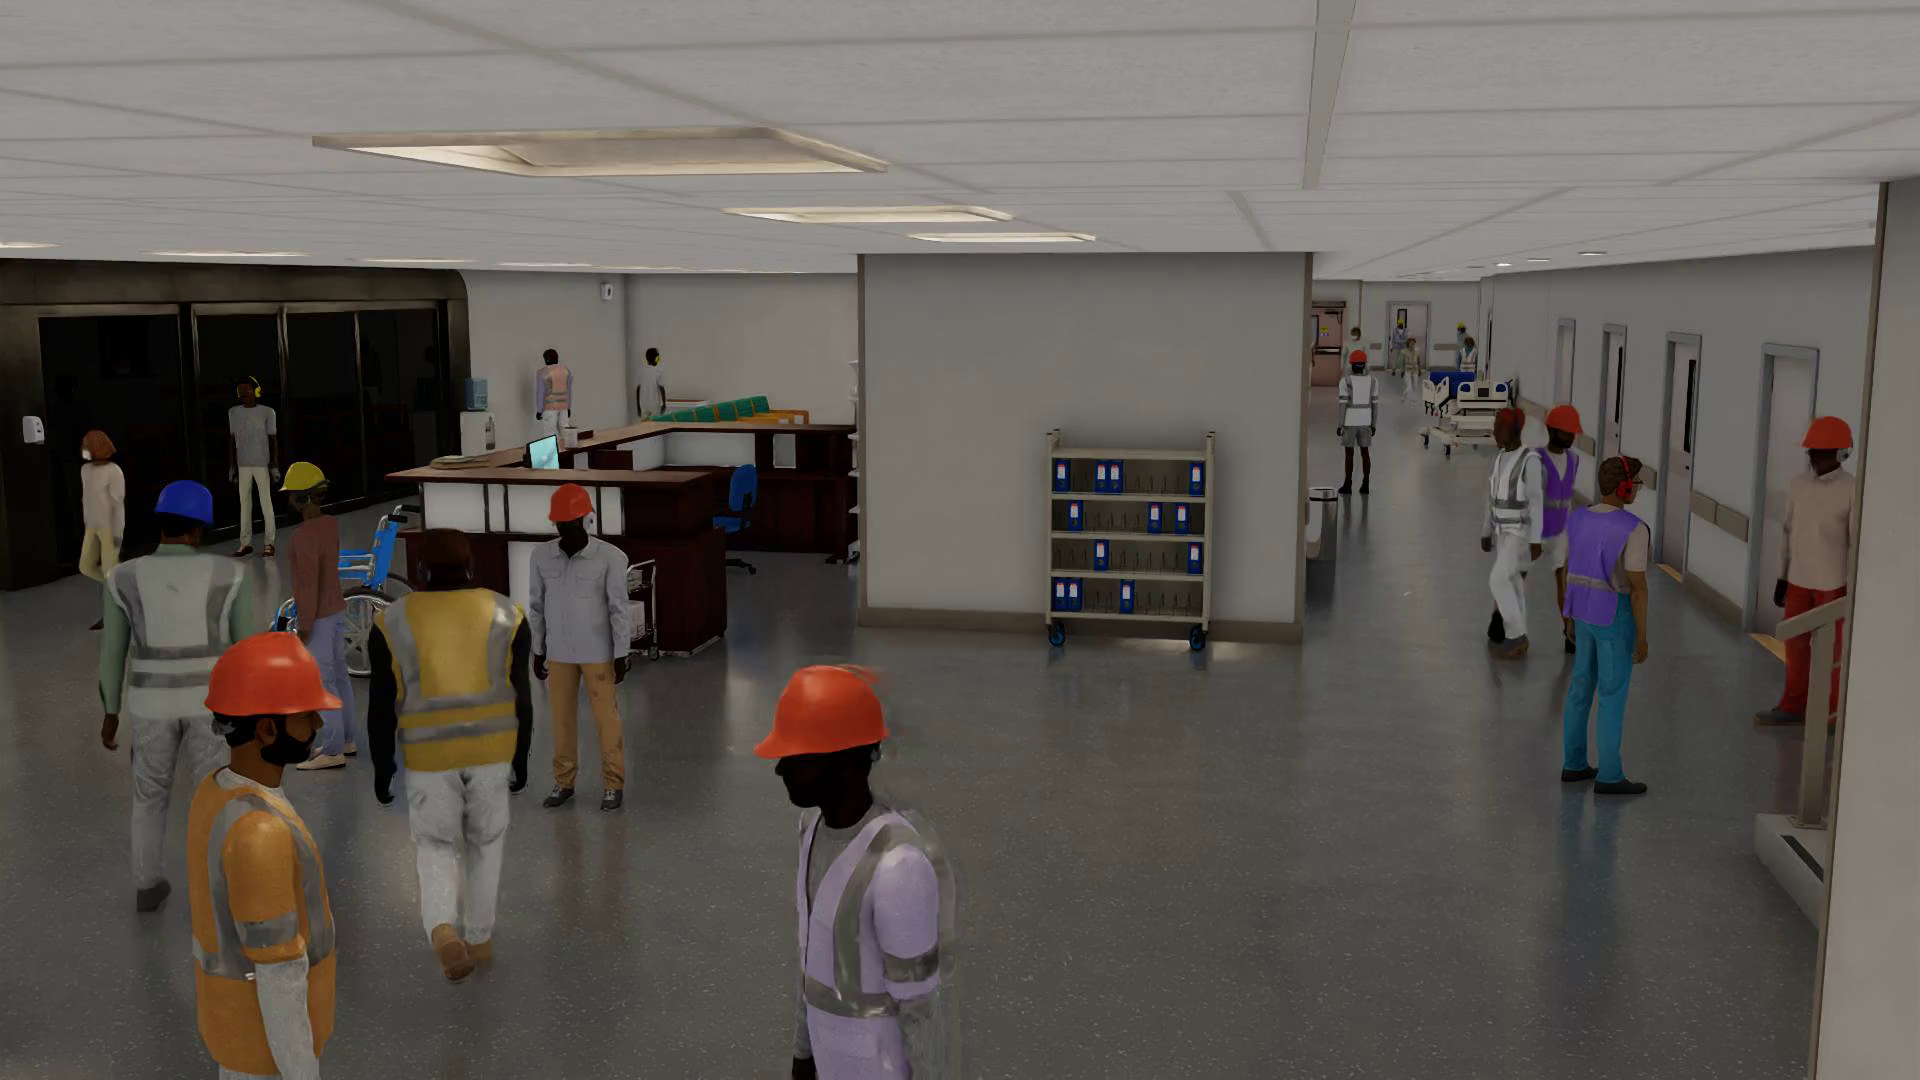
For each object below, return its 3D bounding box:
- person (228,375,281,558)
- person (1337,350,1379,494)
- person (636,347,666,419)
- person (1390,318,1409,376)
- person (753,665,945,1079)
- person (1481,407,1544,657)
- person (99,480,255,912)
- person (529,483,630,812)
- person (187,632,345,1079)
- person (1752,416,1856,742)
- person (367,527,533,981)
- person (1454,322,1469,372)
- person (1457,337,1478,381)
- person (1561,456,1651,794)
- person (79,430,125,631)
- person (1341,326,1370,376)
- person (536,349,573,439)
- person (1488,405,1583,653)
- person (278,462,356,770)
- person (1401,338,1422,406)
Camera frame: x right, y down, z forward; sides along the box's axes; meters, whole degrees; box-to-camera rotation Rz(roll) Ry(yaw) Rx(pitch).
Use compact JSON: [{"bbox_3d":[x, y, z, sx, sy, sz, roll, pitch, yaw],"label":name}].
[{"bbox_3d":[-7.228,-0.749,17.018,0.521,1.873,0.334,0,9,0],"label":"person"},{"bbox_3d":[5.316,-1.579,22.307,0.552,1.934,0.363,-1,9,-8],"label":"person"},{"bbox_3d":[-4.739,-2.029,25.585,0.535,1.844,0.586,1,9,10],"label":"person"},{"bbox_3d":[13.982,-6.138,52.884,0.590,1.837,0.404,1,9,6],"label":"person"},{"bbox_3d":[-0.134,1.207,3.957,0.907,1.904,0.556,-4,9,-22],"label":"person"},{"bbox_3d":[4.063,-0.047,12.338,0.493,1.869,0.626,-1,9,-8],"label":"person"},{"bbox_3d":[-3.404,0.704,7.270,0.639,1.943,0.513,-3,9,-17],"label":"person"},{"bbox_3d":[-2.004,0.565,8.724,0.563,1.742,0.361,2,9,11],"label":"person"},{"bbox_3d":[-1.635,1.176,4.020,0.362,1.934,0.551,-6,10,-34],"label":"person"},{"bbox_3d":[5.207,0.239,10.137,0.388,1.982,0.679,-3,9,-18],"label":"person"},{"bbox_3d":[-1.990,0.865,6.561,0.637,1.811,0.660,-3,9,-19],"label":"person"},{"bbox_3d":[15.975,-6.059,52.766,0.800,1.711,0.488,-5,10,-29],"label":"person"},{"bbox_3d":[11.799,-3.889,38.608,0.514,1.642,0.310,6,10,35],"label":"person"},{"bbox_3d":[3.510,0.461,9.078,0.375,1.840,0.575,-3,9,-22],"label":"person"},{"bbox_3d":[-6.888,-0.088,13.432,0.517,1.618,0.411,5,10,29],"label":"person"},{"bbox_3d":[9.196,-4.012,38.602,0.649,1.905,0.879,5,10,30],"label":"person"},{"bbox_3d":[-6.221,-2.002,25.448,0.429,1.839,0.622,8,12,42],"label":"person"},{"bbox_3d":[4.434,-0.095,12.645,0.590,1.895,0.955,-4,10,-26],"label":"person"},{"bbox_3d":[-3.697,0.432,9.528,0.326,1.766,0.533,0,9,-3],"label":"person"},{"bbox_3d":[10.621,-3.980,39.303,0.523,1.615,0.610,-2,9,-11],"label":"person"}]
